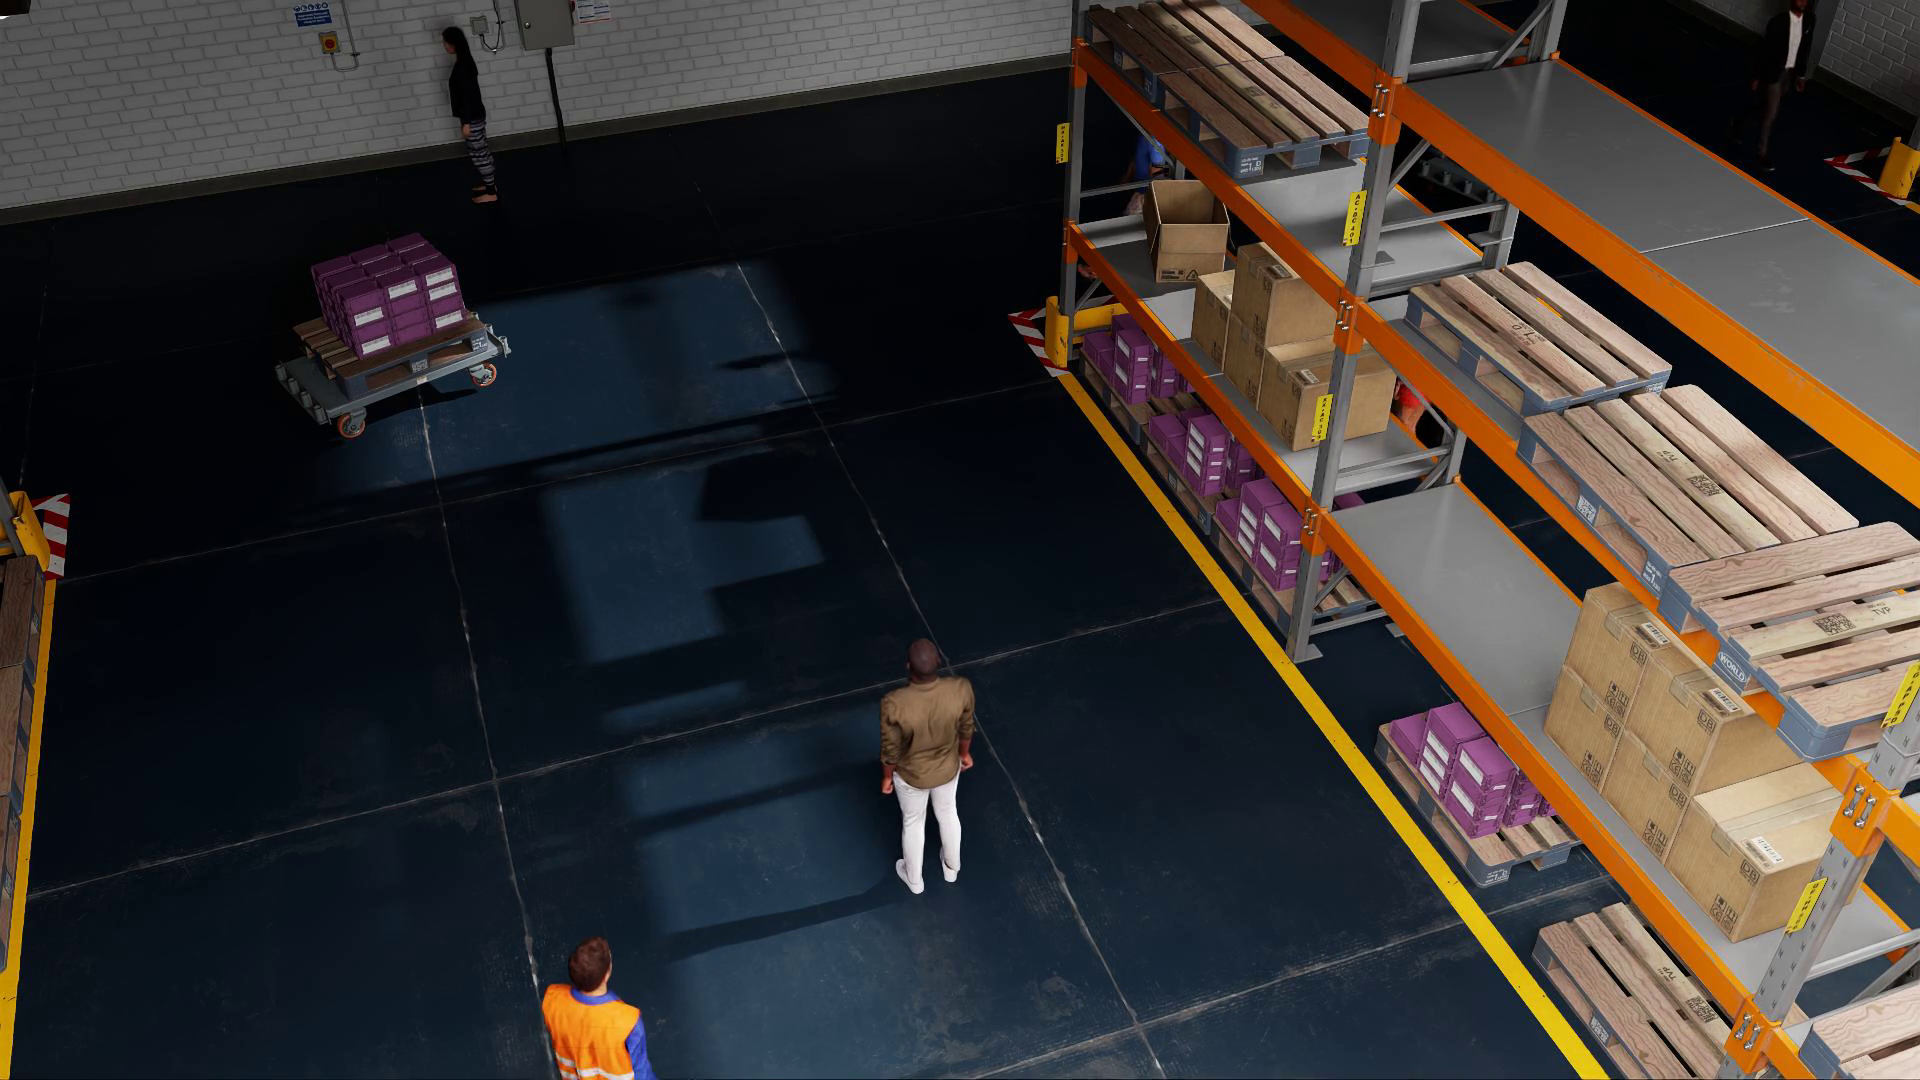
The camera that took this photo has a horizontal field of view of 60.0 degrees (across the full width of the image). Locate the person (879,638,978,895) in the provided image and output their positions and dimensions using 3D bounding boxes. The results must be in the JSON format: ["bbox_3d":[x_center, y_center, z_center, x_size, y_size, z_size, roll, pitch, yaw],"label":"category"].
[{"bbox_3d":[-0.180,1.251,9.169,0.716,1.825,0.546,-13,40,-16],"label":"person"}]

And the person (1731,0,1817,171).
[{"bbox_3d":[8.124,-4.675,16.635,0.702,1.767,1.161,-10,40,-13],"label":"person"}]

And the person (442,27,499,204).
[{"bbox_3d":[-4.670,-4.078,15.915,0.710,1.733,0.529,-4,39,-6],"label":"person"}]

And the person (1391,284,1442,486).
[{"bbox_3d":[3.397,-1.085,12.134,0.587,1.775,0.901,-13,41,-16],"label":"person"}]

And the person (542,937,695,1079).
[{"bbox_3d":[-1.639,2.539,7.556,1.078,1.825,1.231,8,39,9],"label":"person"}]

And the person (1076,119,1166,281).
[{"bbox_3d":[1.749,-3.008,14.515,1.120,1.808,1.290,5,39,7],"label":"person"}]
